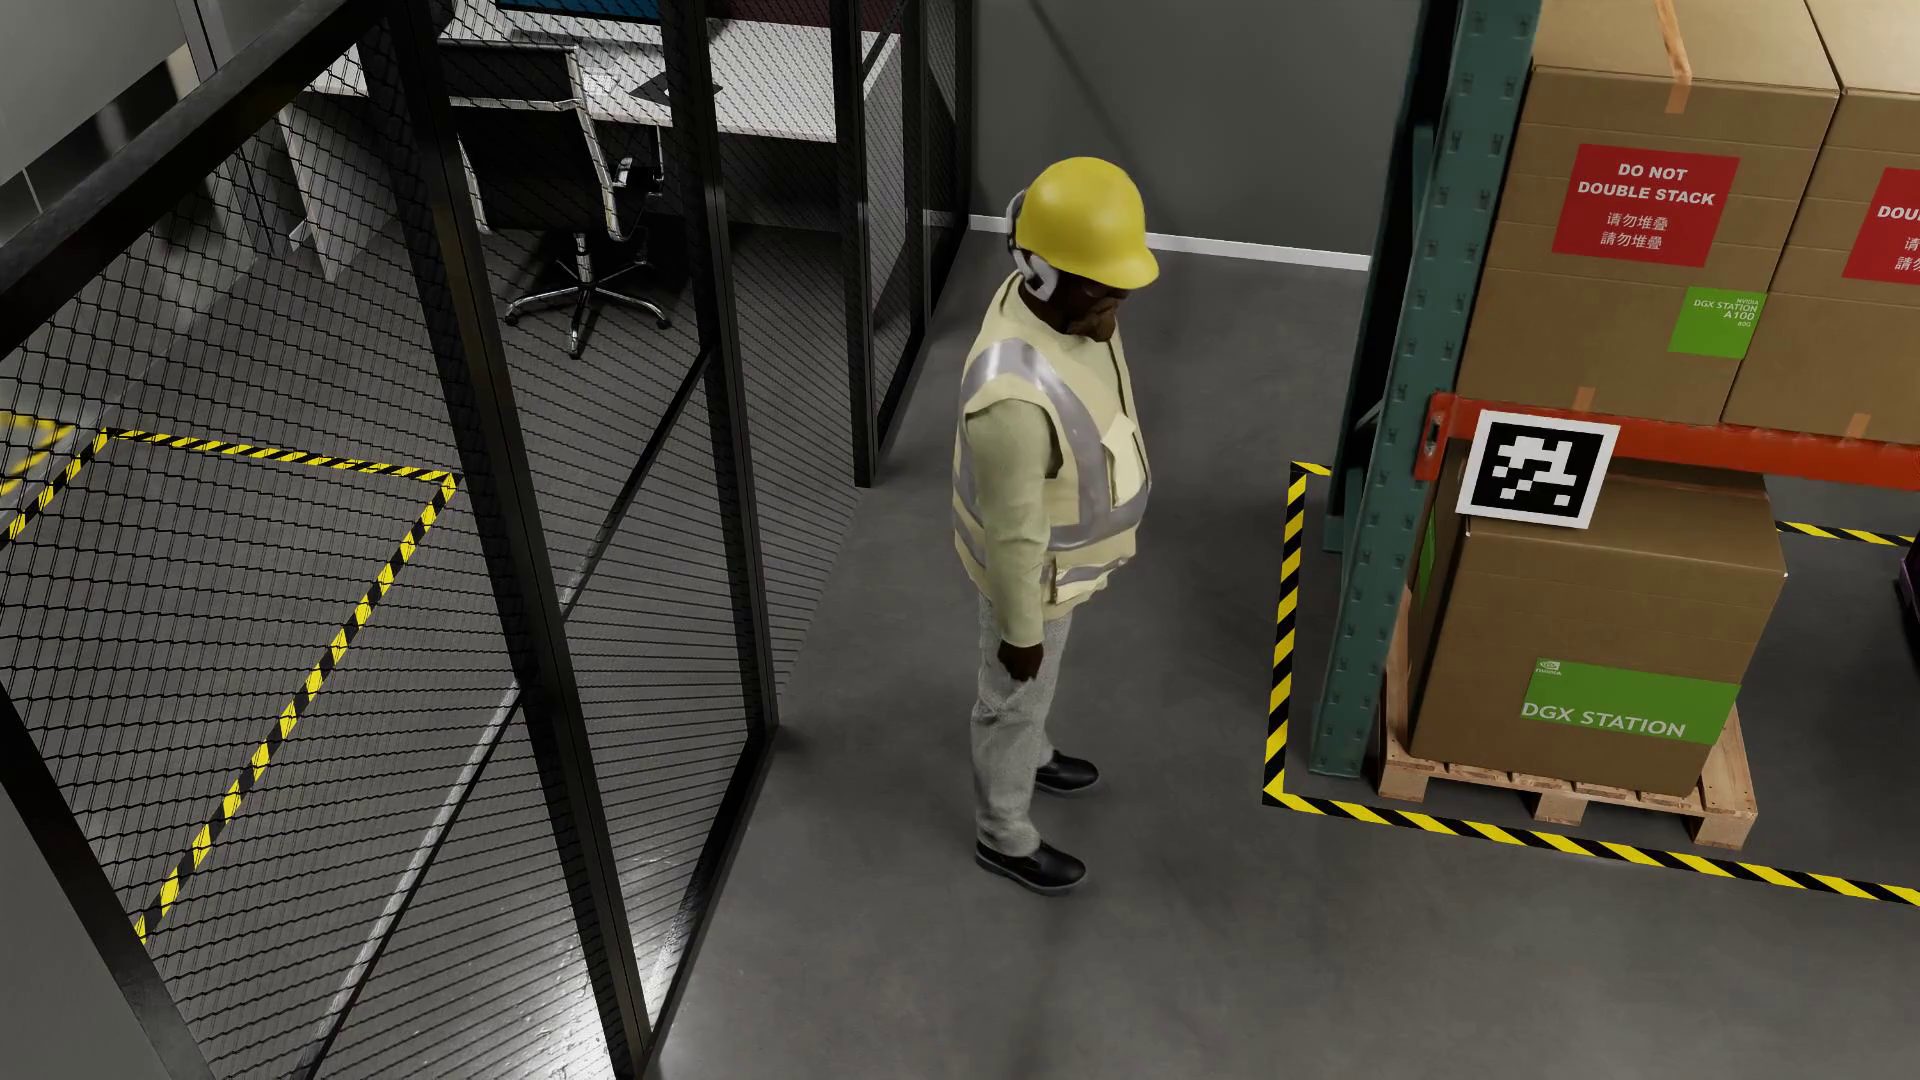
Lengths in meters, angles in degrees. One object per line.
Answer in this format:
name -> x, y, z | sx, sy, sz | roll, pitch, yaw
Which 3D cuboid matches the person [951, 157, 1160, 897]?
person -> 0.193, 0.010, 3.572 | 0.404, 1.825, 0.592 | 9, 42, 10
